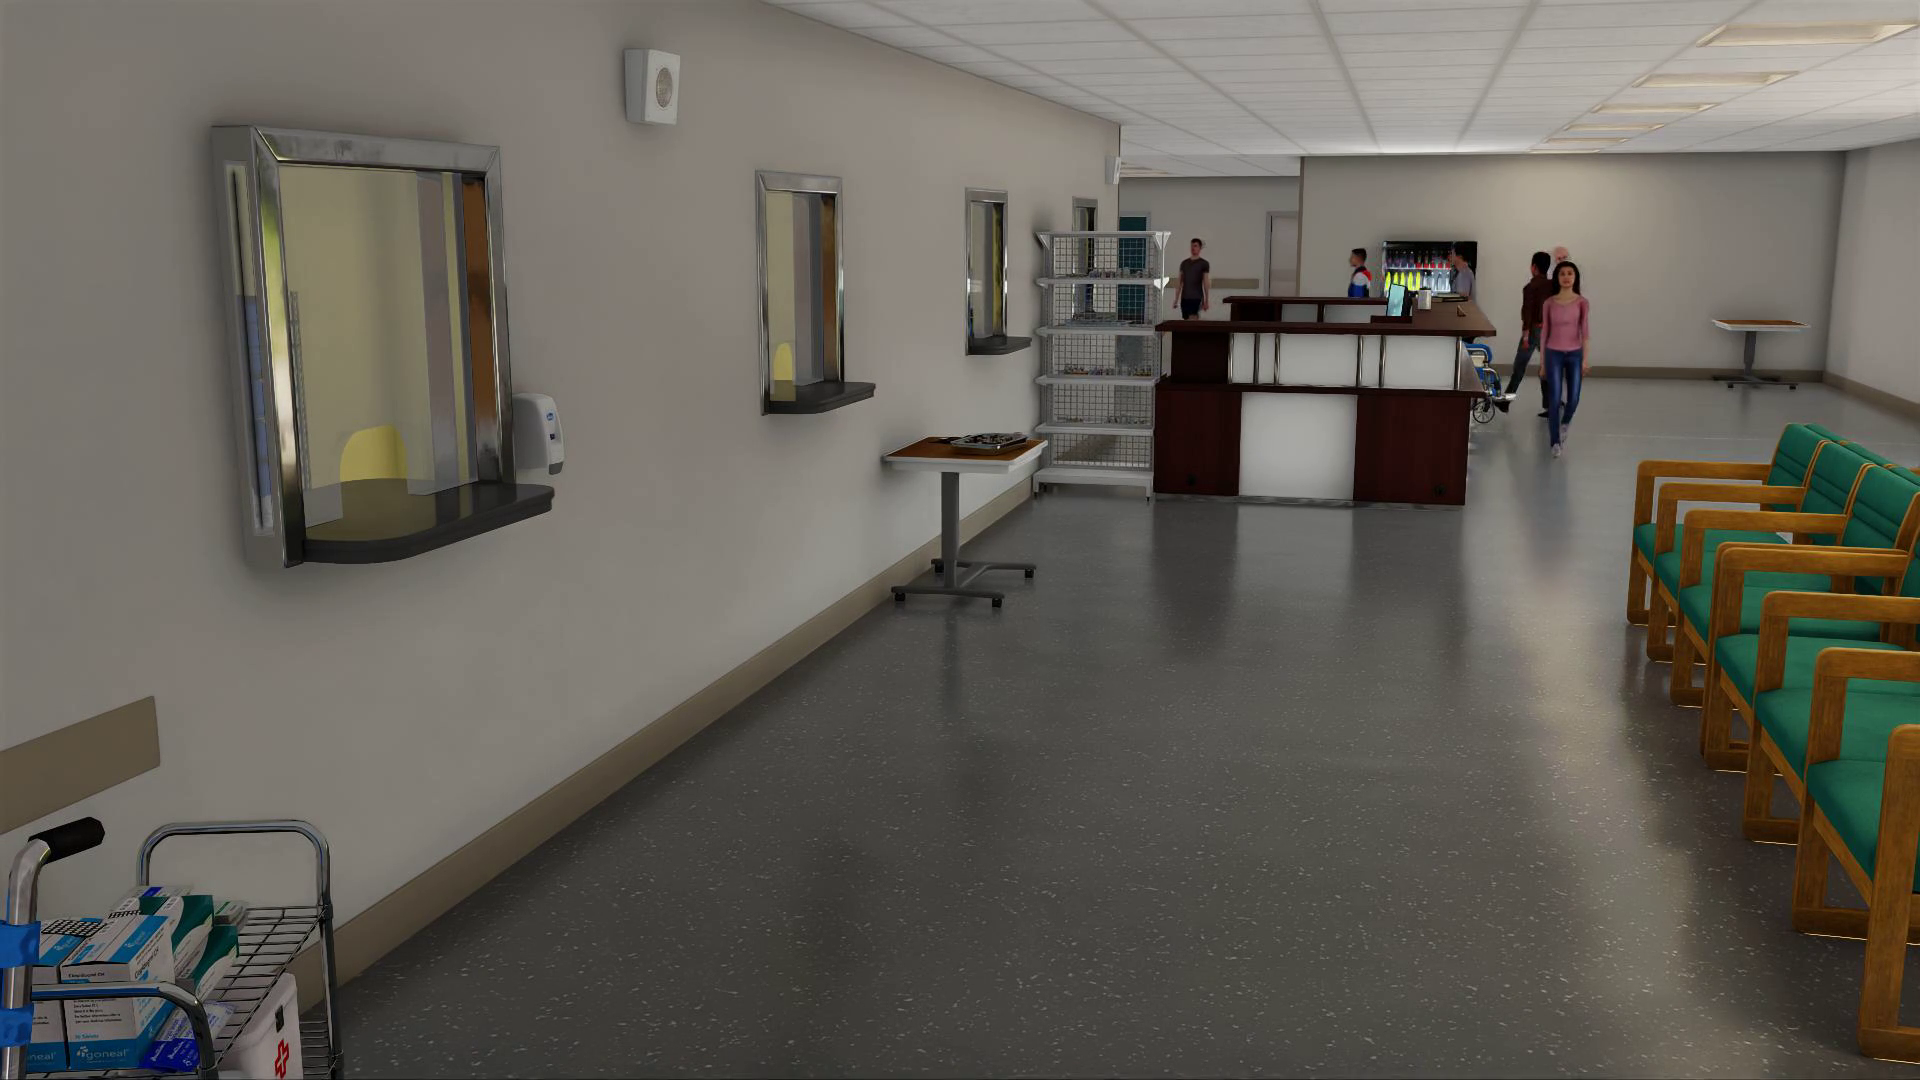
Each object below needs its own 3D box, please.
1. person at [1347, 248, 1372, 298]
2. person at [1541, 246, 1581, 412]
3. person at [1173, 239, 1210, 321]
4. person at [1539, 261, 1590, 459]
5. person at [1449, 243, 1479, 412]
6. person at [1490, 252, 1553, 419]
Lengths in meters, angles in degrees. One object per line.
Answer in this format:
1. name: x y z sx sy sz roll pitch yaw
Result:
1. person: 5.119 -2.812 21.144 0.699 1.746 0.689 5 12 24
2. person: 6.574 -2.329 18.416 0.898 1.815 1.006 -7 13 -31
3. person: 3.554 -3.605 25.151 1.215 1.811 1.049 9 14 39
4. person: 5.416 -1.613 14.887 0.946 1.724 0.637 3 11 18
5. person: 5.644 -2.327 18.325 0.698 1.844 0.782 5 12 26
6. person: 6.153 -2.108 17.472 1.145 1.732 1.154 -5 12 -25
